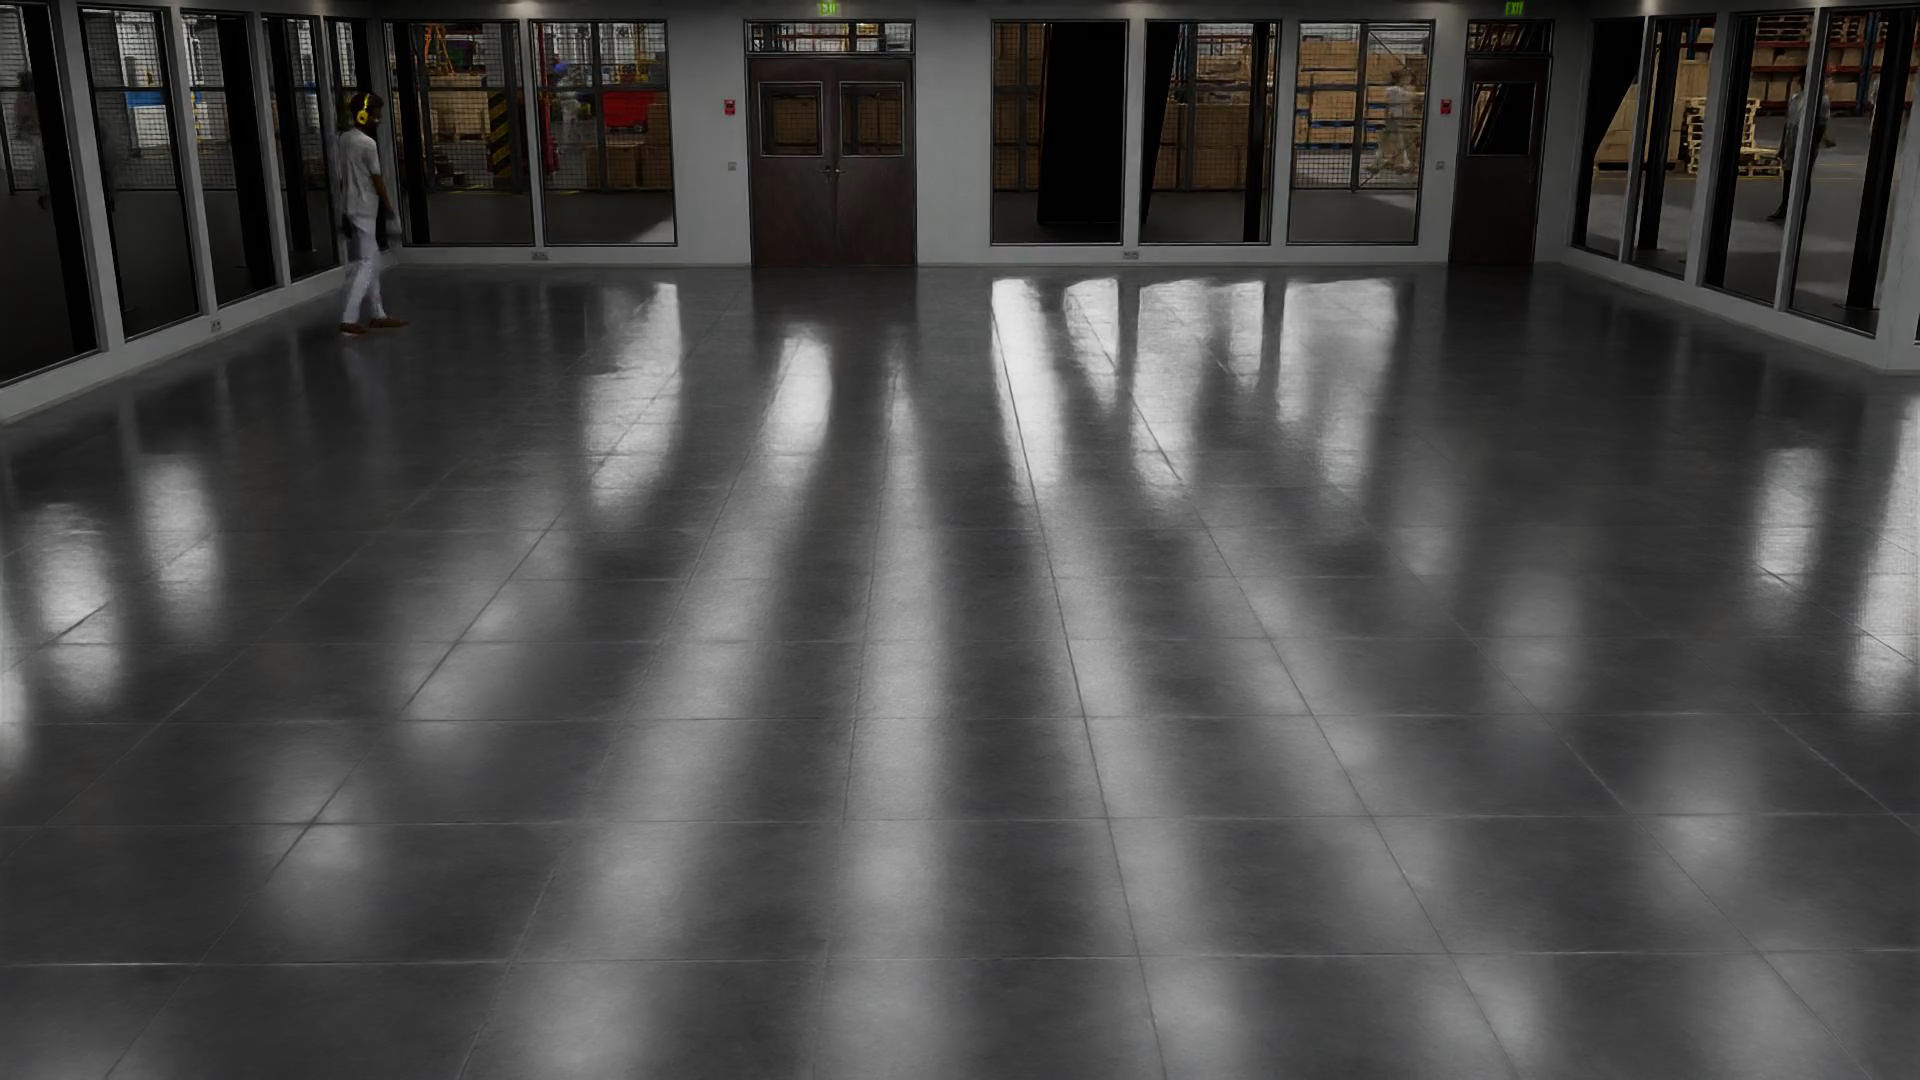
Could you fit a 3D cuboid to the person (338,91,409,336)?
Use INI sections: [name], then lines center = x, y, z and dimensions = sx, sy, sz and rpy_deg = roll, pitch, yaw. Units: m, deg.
[person]
center = -4.560, -2.475, 12.688
dimensions = 0.558, 1.852, 0.585
rpy_deg = -14, 21, -39
